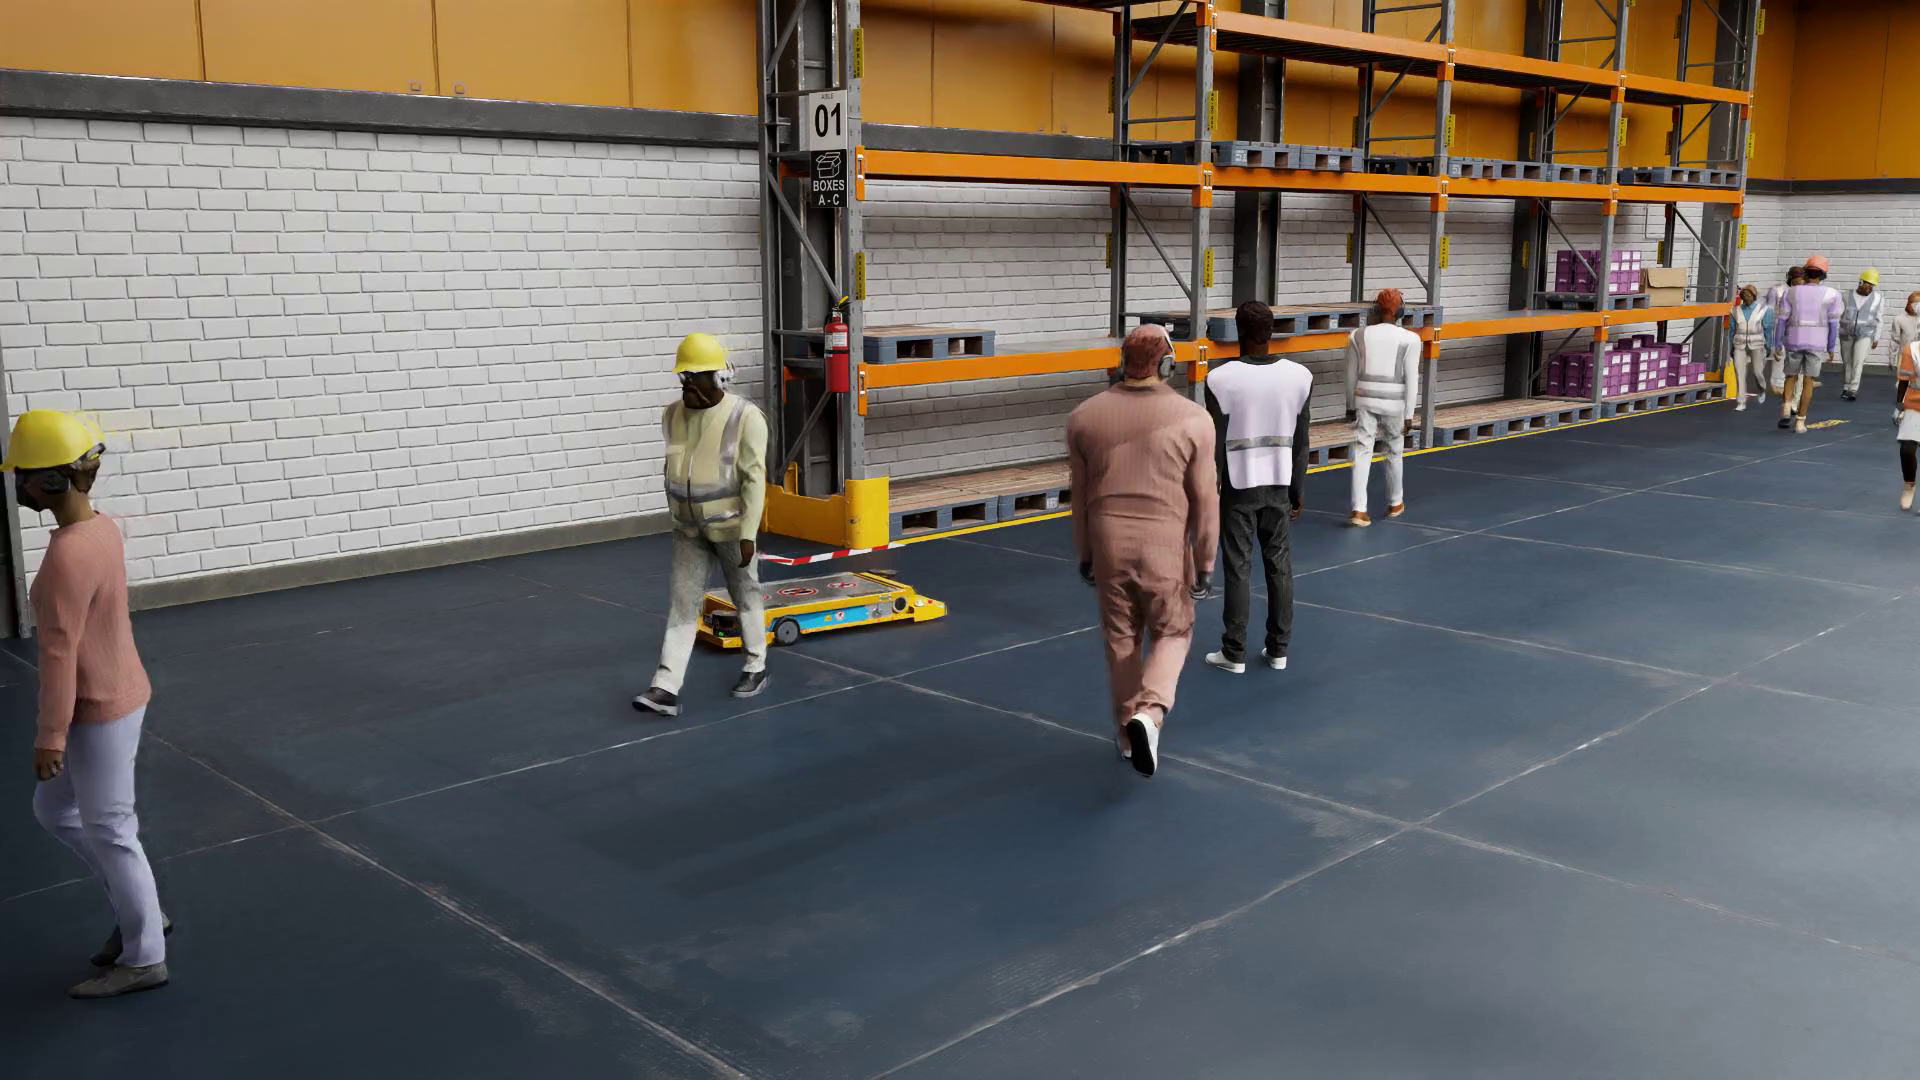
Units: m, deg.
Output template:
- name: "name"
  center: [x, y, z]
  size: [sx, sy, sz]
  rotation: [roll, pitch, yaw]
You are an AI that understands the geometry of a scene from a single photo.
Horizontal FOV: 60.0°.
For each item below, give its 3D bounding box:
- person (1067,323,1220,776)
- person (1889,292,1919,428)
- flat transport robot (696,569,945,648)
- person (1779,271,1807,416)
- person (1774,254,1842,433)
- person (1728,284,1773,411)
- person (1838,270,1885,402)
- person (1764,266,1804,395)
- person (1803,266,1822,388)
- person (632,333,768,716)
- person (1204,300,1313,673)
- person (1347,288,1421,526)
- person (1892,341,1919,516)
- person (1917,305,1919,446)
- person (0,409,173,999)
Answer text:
- name: "person"
  center: [0.744, 0.053, 6.896]
  size: [0.647, 1.886, 0.665]
  rotation: [4, 11, 22]
- name: "person"
  center: [11.154, -2.099, 19.441]
  size: [0.509, 1.581, 0.879]
  rotation: [4, 11, 21]
- name: "flat transport robot"
  center: [-0.858, 0.376, 9.521]
  size: [1.431, 0.197, 0.652]
  rotation: [-7, 13, -34]
- name: "person"
  center: [10.530, -2.469, 20.893]
  size: [0.507, 1.805, 1.034]
  rotation: [7, 12, 33]
- name: "person"
  center: [9.624, -2.220, 18.903]
  size: [0.626, 2.020, 0.484]
  rotation: [7, 13, 34]
- name: "person"
  center: [10.162, -2.471, 21.354]
  size: [0.552, 1.616, 0.640]
  rotation: [9, 13, 39]
- name: "person"
  center: [12.191, -2.776, 22.634]
  size: [0.604, 1.768, 0.900]
  rotation: [7, 13, 35]
- name: "person"
  center: [11.633, -2.930, 23.323]
  size: [0.637, 1.817, 0.550]
  rotation: [-2, 11, -9]
- name: "person"
  center: [12.476, -3.160, 24.656]
  size: [0.669, 1.807, 0.666]
  rotation: [3, 11, 17]
- name: "person"
  center: [-1.187, -0.068, 7.812]
  size: [0.614, 1.777, 0.929]
  rotation: [5, 11, 24]
- name: "person"
  center: [1.512, -0.265, 8.539]
  size: [0.589, 1.914, 0.392]
  rotation: [-3, 11, -15]
- name: "person"
  center: [3.295, -1.042, 13.001]
  size: [0.577, 1.837, 0.989]
  rotation: [5, 11, 24]
- name: "person"
  center: [7.756, -1.022, 13.264]
  size: [0.559, 1.684, 0.363]
  rotation: [6, 12, 30]
- name: "person"
  center: [10.336, -1.917, 17.522]
  size: [0.555, 1.917, 0.527]
  rotation: [0, 10, -1]
- name: "person"
  center: [-2.547, 0.497, 4.838]
  size: [0.381, 1.753, 0.525]
  rotation: [-4, 11, -21]
